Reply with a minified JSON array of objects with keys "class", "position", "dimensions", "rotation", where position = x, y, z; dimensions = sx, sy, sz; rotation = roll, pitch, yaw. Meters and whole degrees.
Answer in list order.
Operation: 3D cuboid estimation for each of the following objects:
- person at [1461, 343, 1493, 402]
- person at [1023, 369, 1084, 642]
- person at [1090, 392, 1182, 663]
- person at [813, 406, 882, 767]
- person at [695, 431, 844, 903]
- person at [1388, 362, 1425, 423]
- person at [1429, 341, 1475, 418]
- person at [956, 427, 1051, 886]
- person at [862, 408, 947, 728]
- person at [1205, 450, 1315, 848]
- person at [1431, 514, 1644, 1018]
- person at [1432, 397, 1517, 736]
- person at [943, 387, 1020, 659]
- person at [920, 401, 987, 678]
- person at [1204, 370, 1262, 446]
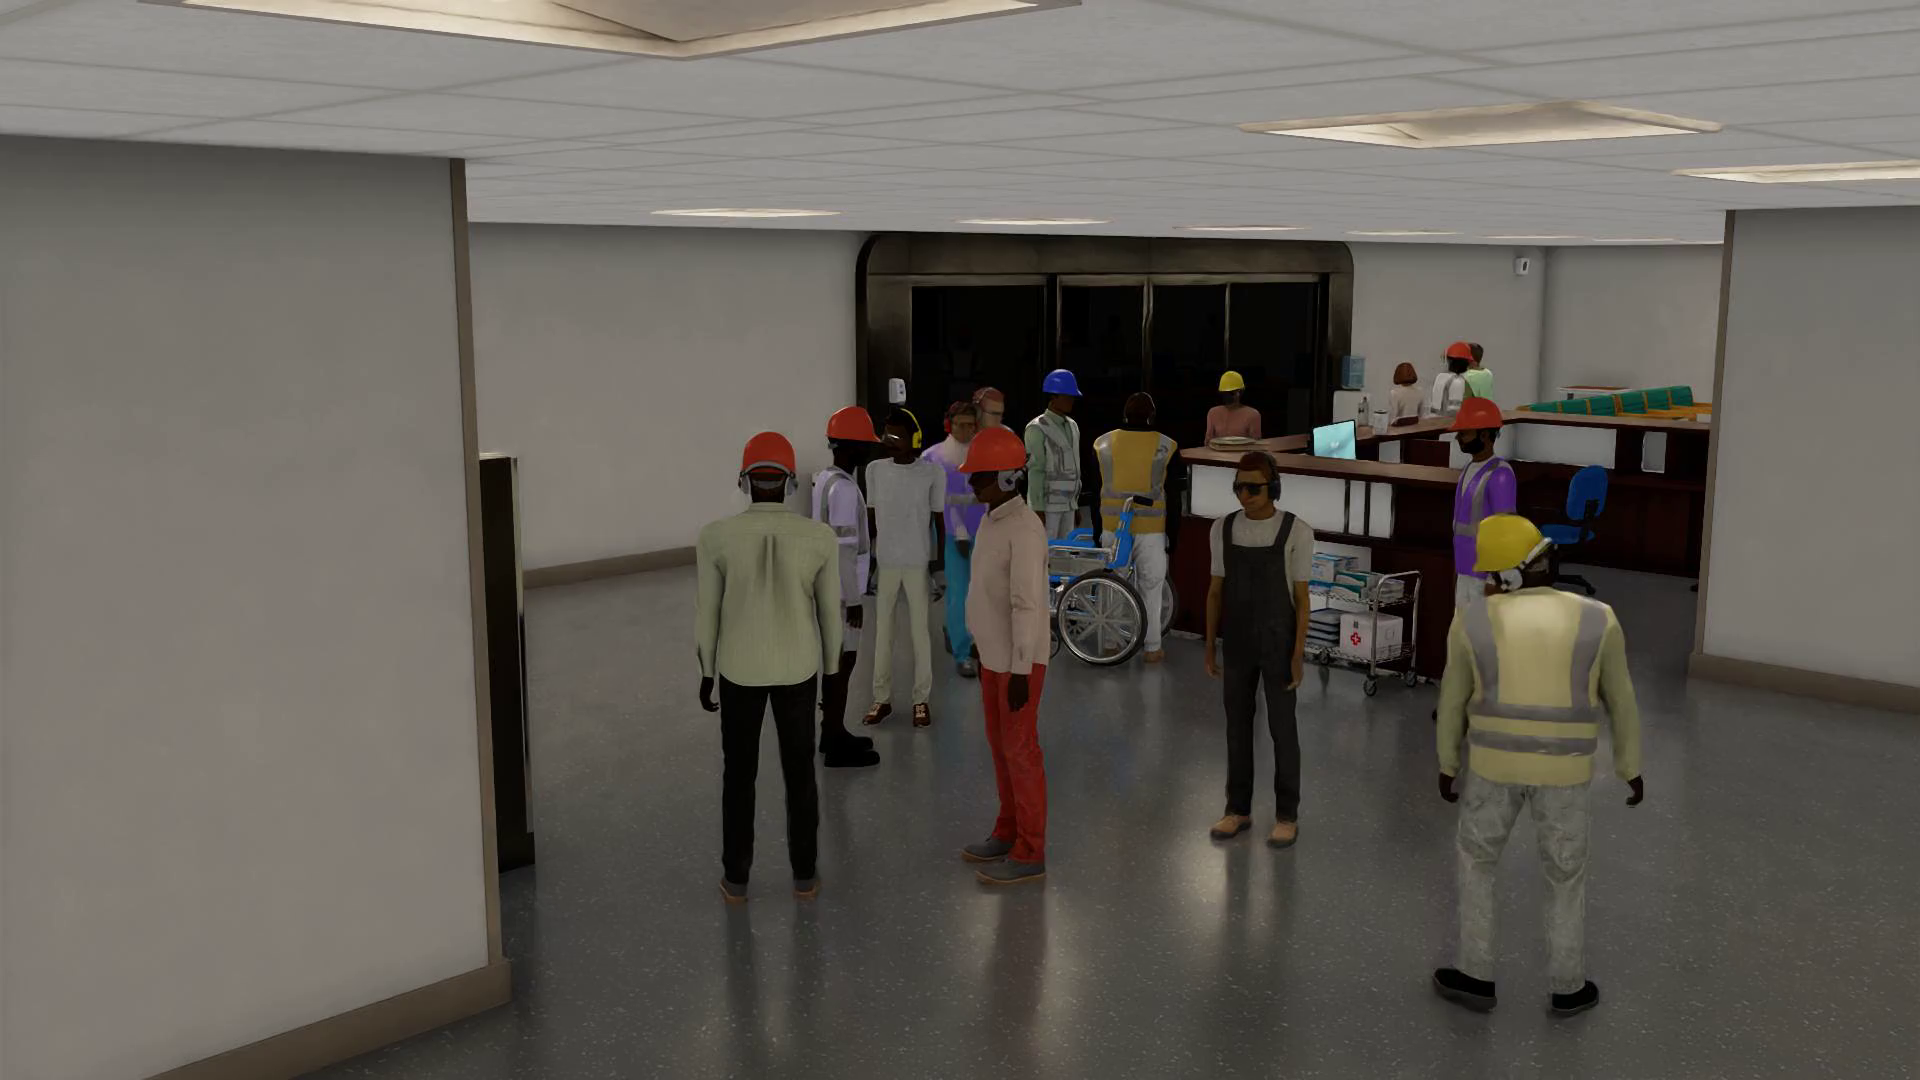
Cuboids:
[{"class":"person","position":[5.669,-1.248,18.357],"dimensions":[0.564,1.847,0.396],"rotation":[-9,13,-44]},{"class":"person","position":[0.683,-0.256,11.958],"dimensions":[0.387,1.948,0.601],"rotation":[6,11,31]},{"class":"person","position":[1.187,-0.080,11.244],"dimensions":[0.625,1.838,0.430],"rotation":[2,10,14]},{"class":"person","position":[-0.604,0.247,8.949],"dimensions":[0.389,1.928,0.550],"rotation":[-2,9,-12]},{"class":"person","position":[-0.801,0.537,7.014],"dimensions":[0.622,1.982,0.418],"rotation":[-2,9,-12]},{"class":"person","position":[4.898,-1.138,18.335],"dimensions":[0.507,1.630,0.268],"rotation":[-5,10,-27]},{"class":"person","position":[5.017,-1.124,17.419],"dimensions":[0.697,1.910,0.557],"rotation":[-2,9,-9]},{"class":"person","position":[0.183,0.500,7.223],"dimensions":[0.410,1.986,0.609],"rotation":[-3,10,-18]},{"class":"person","position":[-0.329,0.164,9.650],"dimensions":[0.519,1.865,0.331],"rotation":[2,9,11]},{"class":"person","position":[1.370,0.497,7.691],"dimensions":[0.509,1.840,0.347],"rotation":[6,11,31]},{"class":"person","position":[2.073,0.806,5.931],"dimensions":[0.734,1.804,0.407],"rotation":[3,10,17]},{"class":"person","position":[2.935,0.152,9.490],"dimensions":[0.373,1.934,0.551],"rotation":[-1,9,-5]},{"class":"person","position":[0.158,-0.096,11.204],"dimensions":[0.674,1.870,0.463],"rotation":[-7,11,-36]},{"class":"person","position":[-0.009,-0.045,11.148],"dimensions":[0.555,1.802,0.932],"rotation":[-3,10,-16]},{"class":"person","position":[2.410,-0.627,14.808],"dimensions":[0.533,1.765,0.331],"rotation":[6,11,31]}]
